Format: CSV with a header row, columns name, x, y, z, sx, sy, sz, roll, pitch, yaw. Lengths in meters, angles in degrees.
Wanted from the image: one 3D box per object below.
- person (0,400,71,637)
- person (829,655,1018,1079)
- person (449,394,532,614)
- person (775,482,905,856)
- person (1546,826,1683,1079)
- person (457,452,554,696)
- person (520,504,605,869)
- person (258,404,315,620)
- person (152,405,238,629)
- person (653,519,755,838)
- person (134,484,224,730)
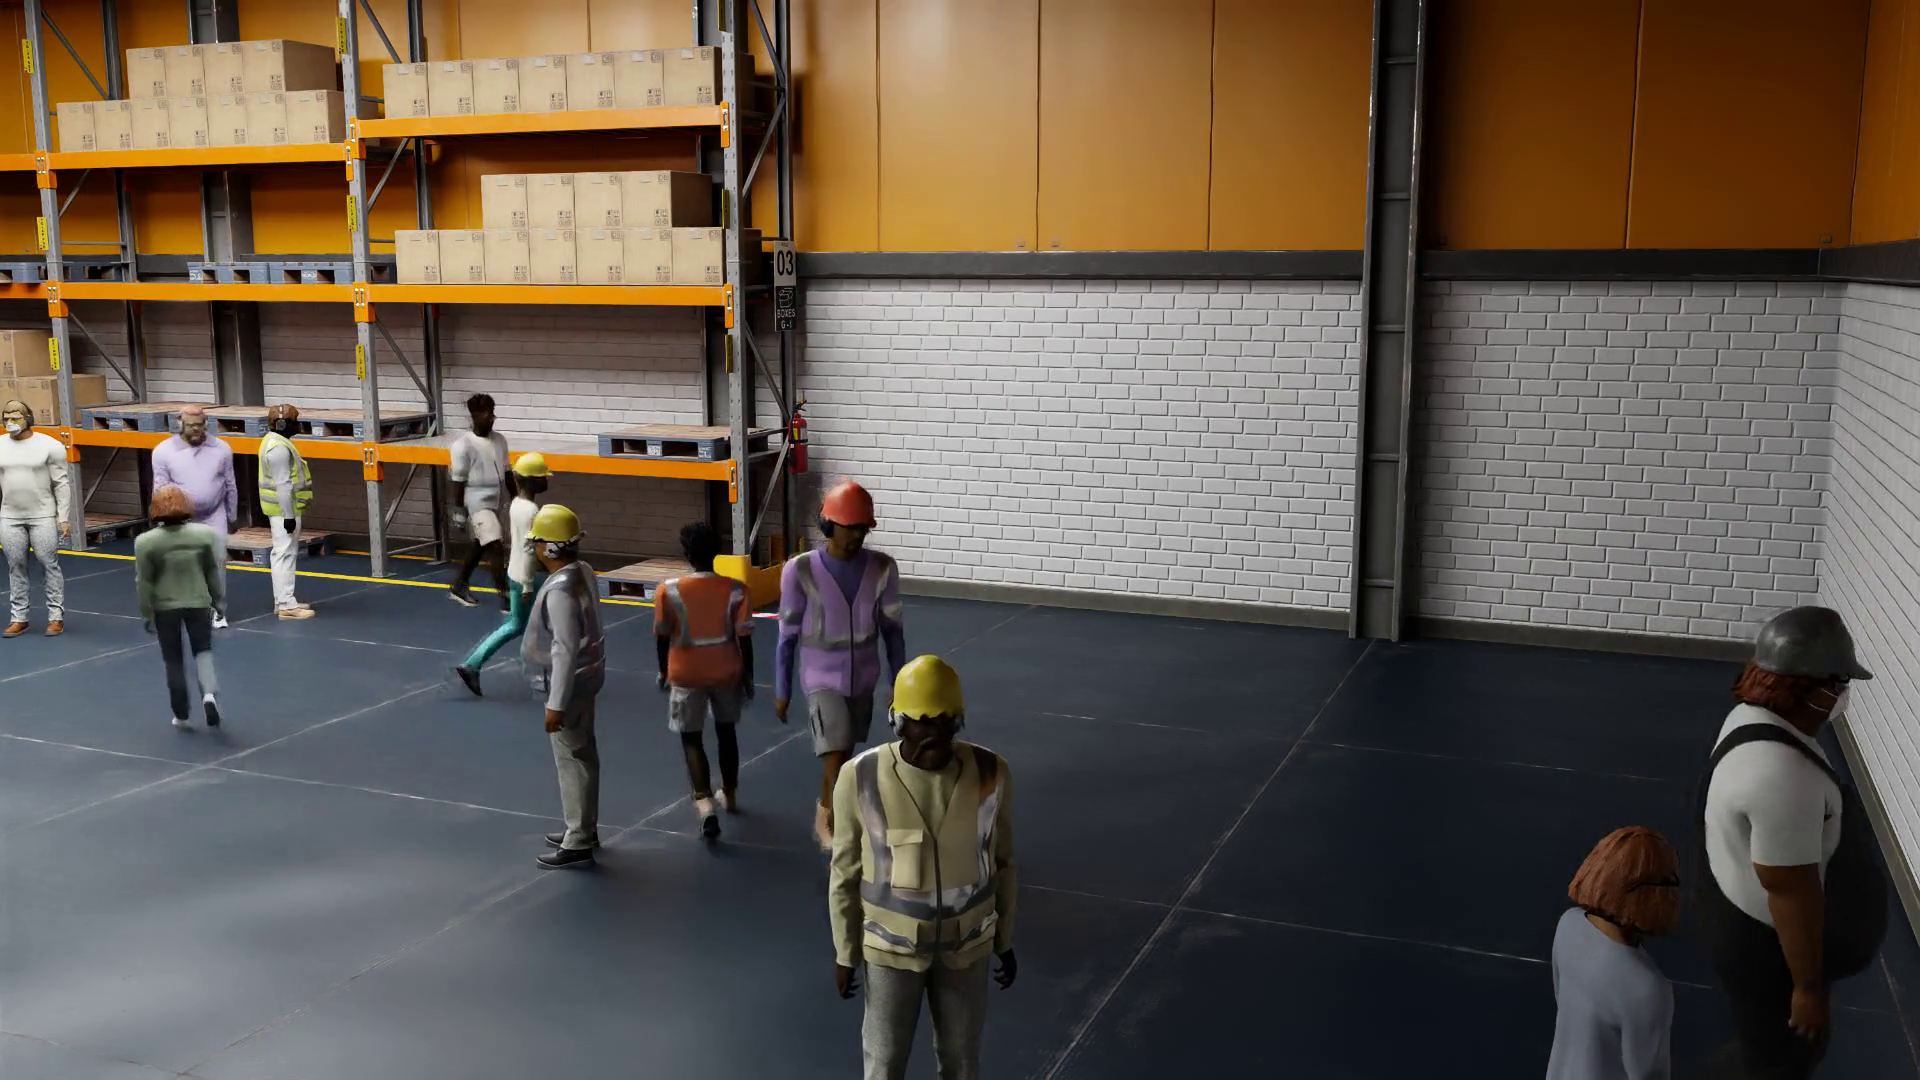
name,x,y,z,sx,sy,sz,roll,pitch,yaw
person,-7.561,-0.174,13.503,0.633,1.938,0.356,-2,10,-10
person,-0.104,1.250,5.198,0.601,1.829,0.404,-2,10,-11
person,-4.144,-0.322,14.481,0.996,1.923,0.626,4,10,22
person,-0.564,0.689,8.179,0.618,1.976,1.070,-5,10,-26
person,1.645,1.512,4.239,0.282,1.624,0.493,-1,9,-7
person,-3.067,0.254,11.537,0.814,1.735,0.532,-4,10,-24
person,-1.991,0.728,8.352,0.404,1.835,0.586,0,9,-2
person,-5.757,-0.246,14.238,0.429,1.841,0.633,-5,10,-26
person,-6.452,-0.221,14.049,0.659,1.869,0.916,-6,11,-31
person,-1.341,0.726,8.851,0.533,1.672,0.760,-4,10,-22
person,-4.995,0.446,10.686,0.520,1.619,0.458,-7,12,-37
